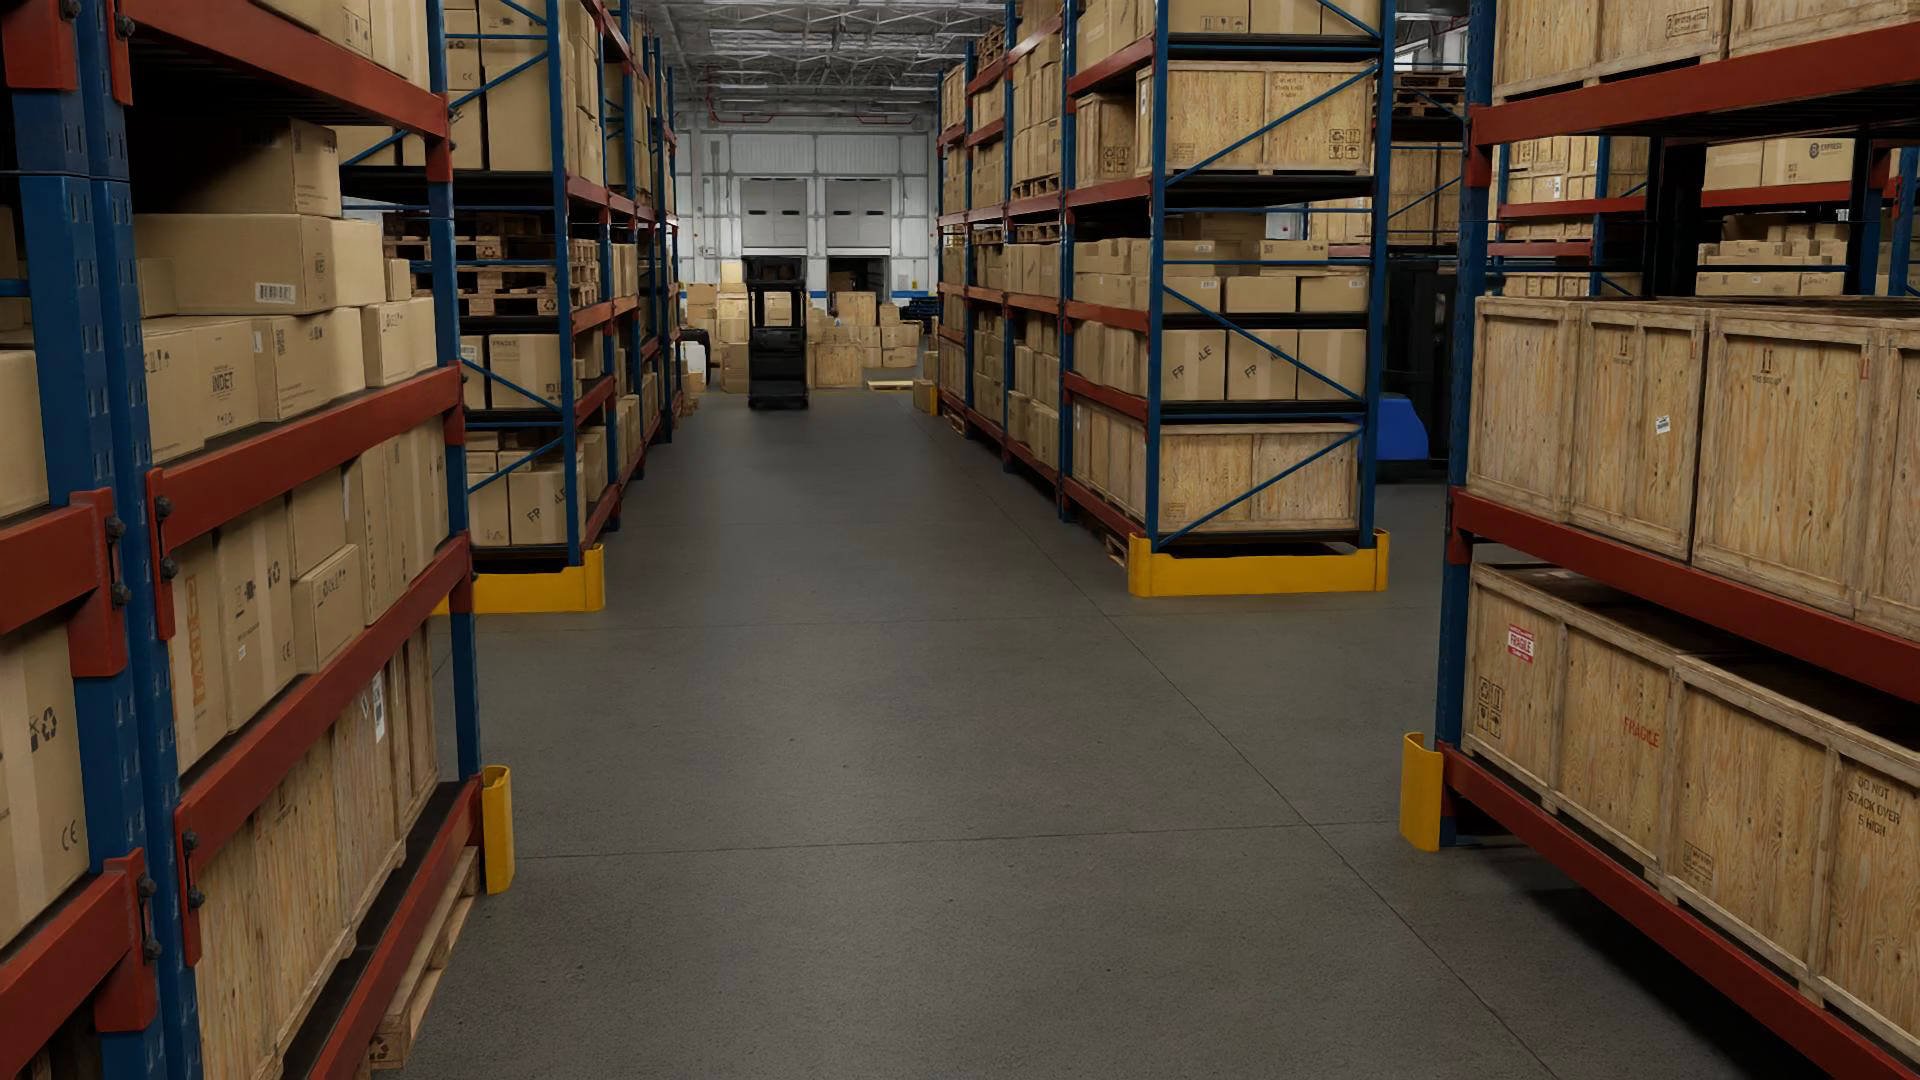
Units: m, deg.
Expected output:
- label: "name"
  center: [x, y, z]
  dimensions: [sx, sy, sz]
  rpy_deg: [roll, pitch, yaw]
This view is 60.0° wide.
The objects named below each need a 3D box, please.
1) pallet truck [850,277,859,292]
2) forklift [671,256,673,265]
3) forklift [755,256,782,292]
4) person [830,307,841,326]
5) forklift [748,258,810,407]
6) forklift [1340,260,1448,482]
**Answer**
- label: "pallet truck"
  center: [-3.782, -9.391, 65.808]
  dimensions: [1.885, 1.965, 0.823]
  rpy_deg: [2, 10, 10]
- label: "forklift"
  center: [-11.044, -9.145, 61.805]
  dimensions: [1.129, 2.768, 1.873]
  rpy_deg: [-1, 10, -7]
- label: "forklift"
  center: [-6.827, -8.743, 59.466]
  dimensions: [1.129, 2.768, 1.873]
  rpy_deg: [4, 10, 21]
- label: "person"
  center: [-2.984, -4.865, 40.558]
  dimensions: [0.644, 1.622, 0.520]
  rpy_deg: [-3, 10, -18]
- label: "forklift"
  center: [-3.479, -4.002, 31.866]
  dimensions: [1.129, 2.768, 1.873]
  rpy_deg: [-1, 10, -4]
- label: "forklift"
  center: [5.737, -2.195, 21.344]
  dimensions: [1.873, 2.768, 1.129]
  rpy_deg: [-1, 10, -7]
